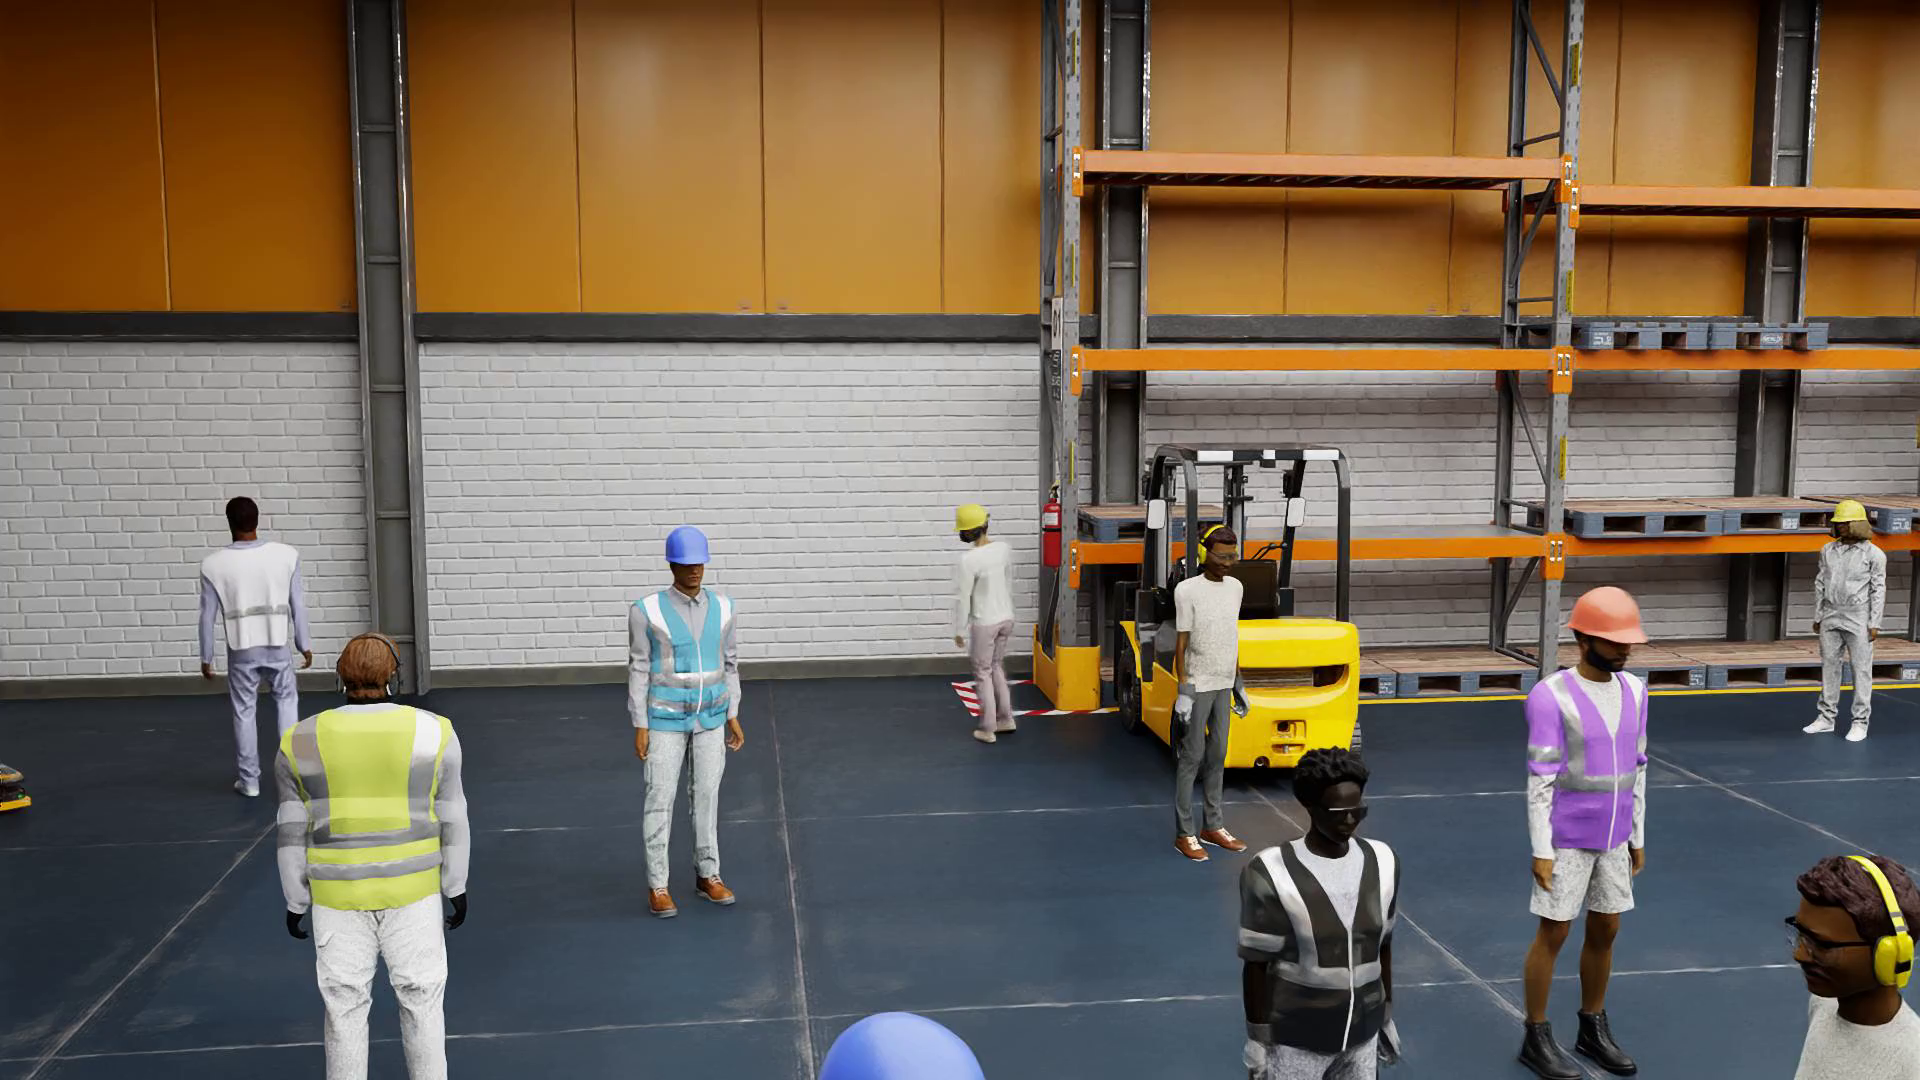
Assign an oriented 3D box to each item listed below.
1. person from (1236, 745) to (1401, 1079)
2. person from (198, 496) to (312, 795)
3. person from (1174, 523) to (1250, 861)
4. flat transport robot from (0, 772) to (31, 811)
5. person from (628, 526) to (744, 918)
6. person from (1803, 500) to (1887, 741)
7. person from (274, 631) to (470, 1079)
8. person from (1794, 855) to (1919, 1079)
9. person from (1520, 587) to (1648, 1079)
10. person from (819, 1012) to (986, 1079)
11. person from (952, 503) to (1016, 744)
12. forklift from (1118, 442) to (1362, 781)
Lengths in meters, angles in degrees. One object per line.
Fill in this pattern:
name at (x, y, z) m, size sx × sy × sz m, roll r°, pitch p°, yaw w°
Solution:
person at (1.047, 1.424, 4.841) m, size 0.540 × 1.695 × 0.317 m, roll -2°, pitch 7°, yaw -20°
person at (-4.440, 0.674, 10.487) m, size 0.657 × 1.908 × 0.464 m, roll -4°, pitch 8°, yaw -31°
person at (1.412, 0.835, 9.284) m, size 0.520 × 1.865 × 0.328 m, roll -5°, pitch 8°, yaw -36°
flat transport robot at (-6.382, 1.503, 10.338) m, size 1.431 × 0.197 × 0.652 m, roll 6°, pitch 9°, yaw 43°
person at (-1.373, 0.896, 8.371) m, size 0.604 × 1.949 × 0.389 m, roll -4°, pitch 8°, yaw -34°
person at (6.417, 0.578, 12.046) m, size 0.323 × 1.743 × 0.489 m, roll -4°, pitch 8°, yaw -31°
person at (-2.053, 1.236, 5.864) m, size 0.636 × 1.842 × 0.429 m, roll -2°, pitch 7°, yaw -17°
person at (1.750, 1.523, 3.287) m, size 0.333 × 1.860 × 0.511 m, roll 1°, pitch 7°, yaw 4°
person at (2.436, 1.132, 6.414) m, size 0.546 × 1.928 × 0.387 m, roll -2°, pitch 7°, yaw -20°
person at (-0.033, 1.597, 2.291) m, size 0.415 × 1.939 × 0.604 m, roll 5°, pitch 8°, yaw 39°
person at (0.177, 0.598, 11.916) m, size 0.381 × 1.736 × 0.564 m, roll 5°, pitch 8°, yaw 38°
forklift at (1.912, 0.418, 11.496) m, size 1.214 × 2.155 × 2.313 m, roll -1°, pitch 7°, yaw -8°
